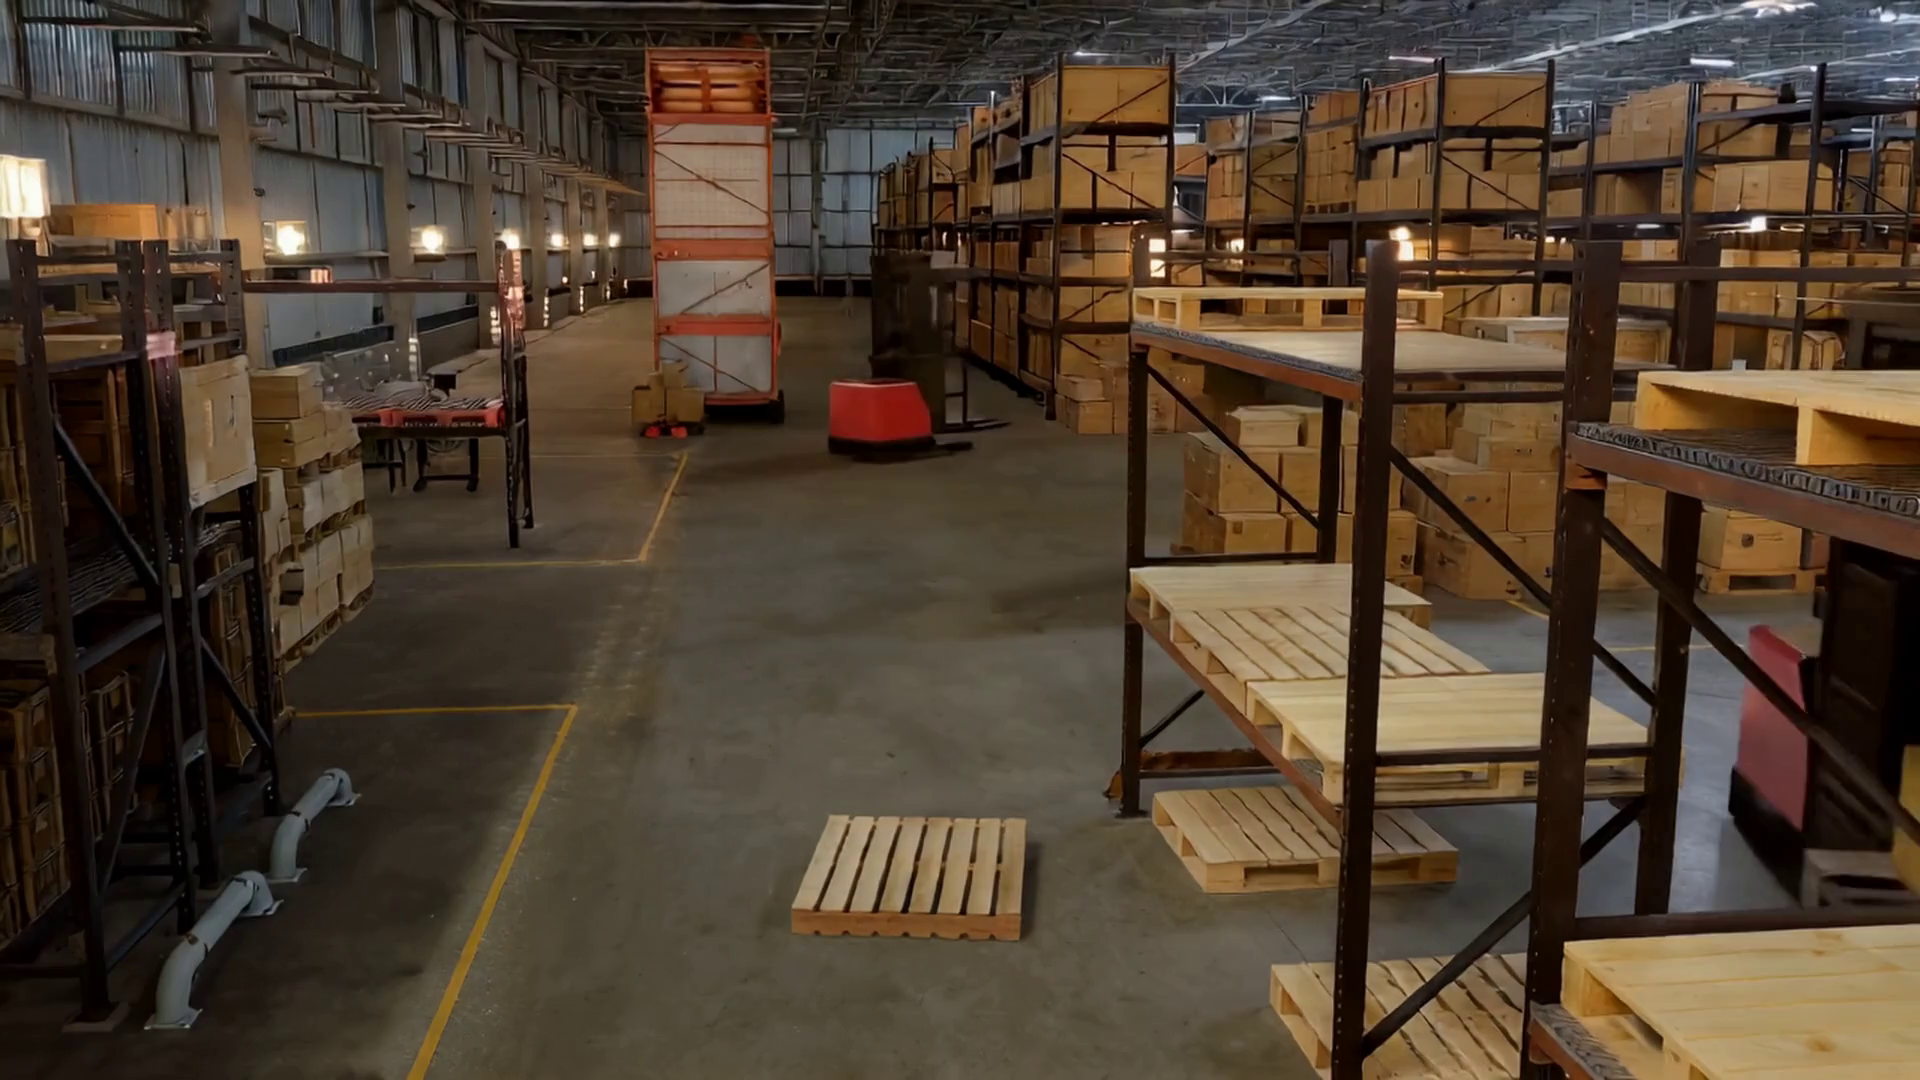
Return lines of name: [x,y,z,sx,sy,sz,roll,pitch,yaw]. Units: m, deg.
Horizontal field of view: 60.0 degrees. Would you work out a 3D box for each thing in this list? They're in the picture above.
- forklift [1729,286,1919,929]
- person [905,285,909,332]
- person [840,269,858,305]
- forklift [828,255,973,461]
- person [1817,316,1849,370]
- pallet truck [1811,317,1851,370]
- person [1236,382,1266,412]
forklift: [4.405,0.254,7.526,1.129,2.768,1.873,1,10,8]
person: [-1.304,-6.481,47.278,0.950,2.015,0.619,-7,12,-34]
person: [-5.226,-11.824,77.722,0.902,1.699,0.487,-4,11,-21]
forklift: [-0.858,-2.591,23.289,1.129,2.768,1.873,10,14,43]
person: [13.075,-2.406,24.964,0.587,1.911,0.397,-10,14,-44]
pallet truck: [15.846,-3.142,28.793,1.885,1.965,0.823,2,10,12]
person: [3.001,-0.791,16.840,0.823,1.599,0.533,-3,11,-18]
